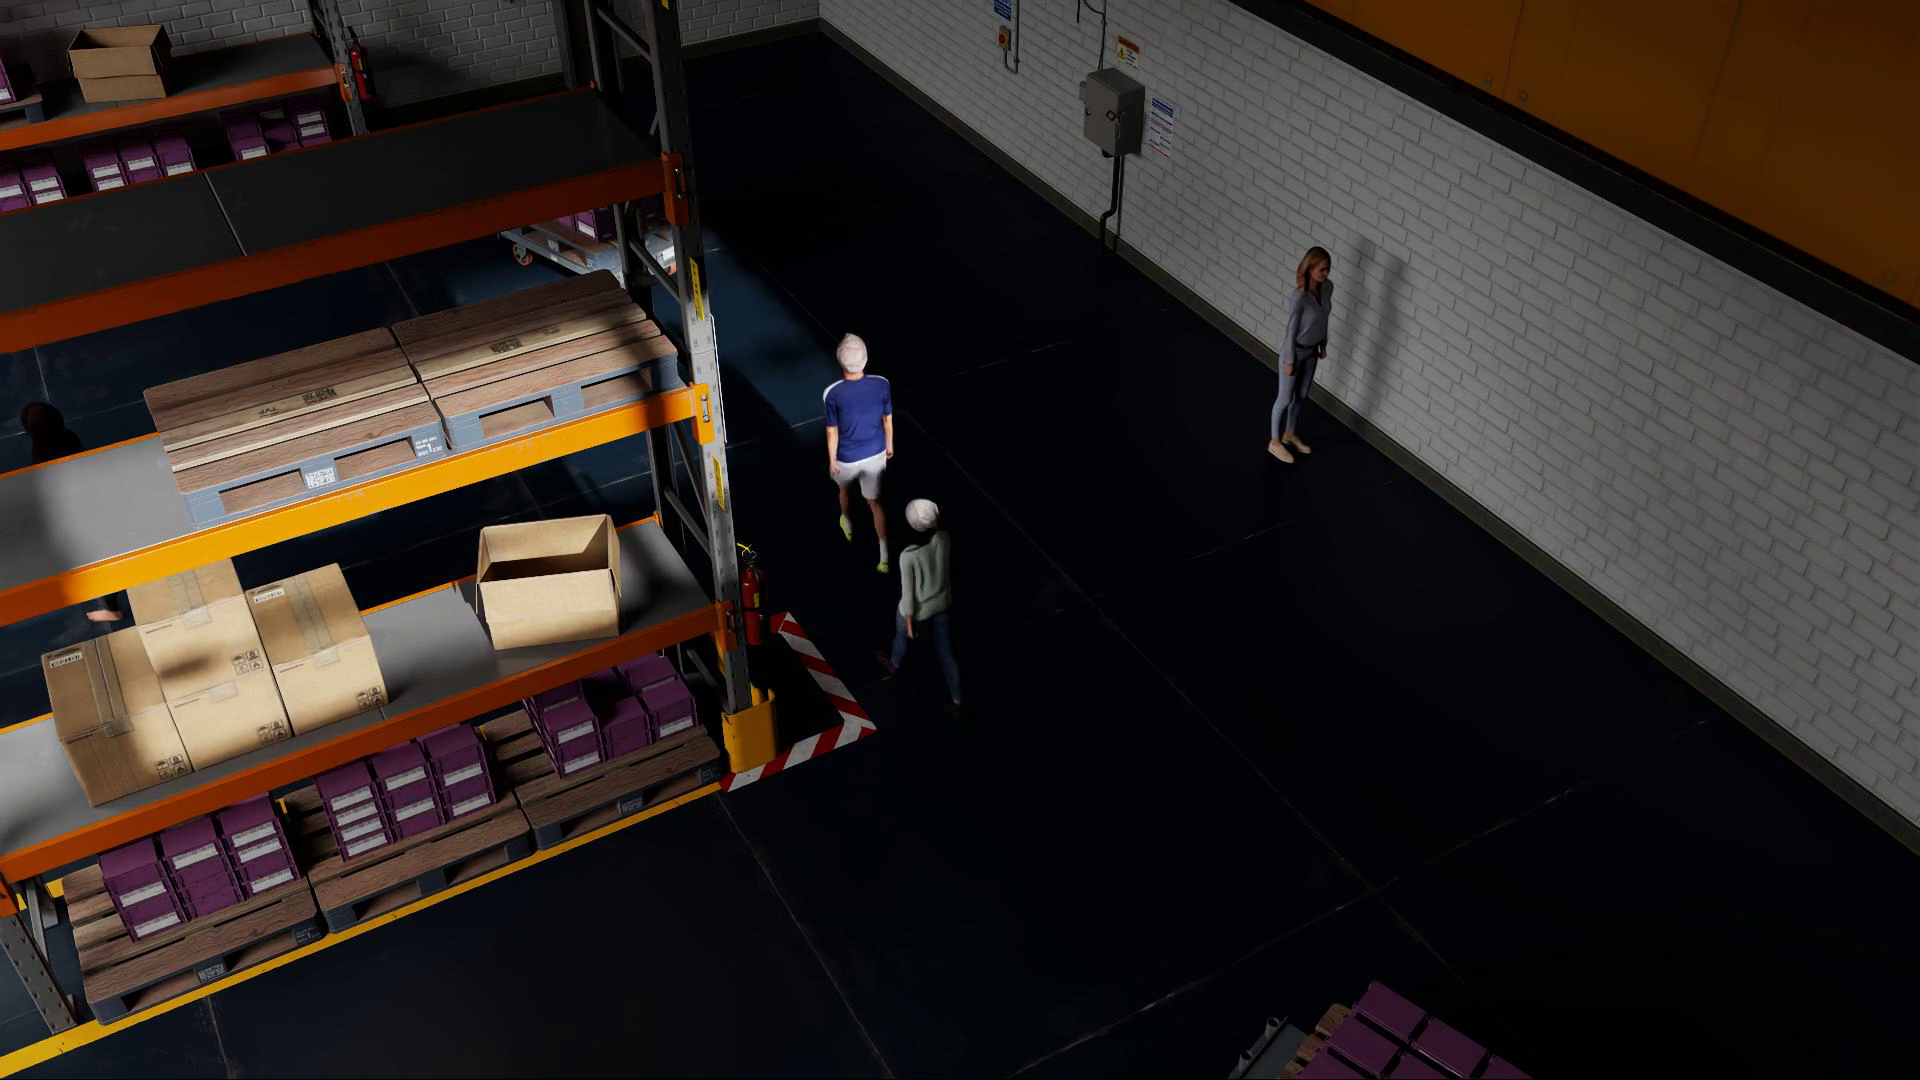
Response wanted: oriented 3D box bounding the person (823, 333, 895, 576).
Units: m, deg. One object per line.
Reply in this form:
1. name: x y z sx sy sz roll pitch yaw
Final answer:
1. person: -0.661 -0.556 11.430 1.142 1.808 0.874 -11 40 -13

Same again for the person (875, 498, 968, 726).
1. person: -0.153 0.454 10.331 1.068 1.602 0.716 -25 45 -28

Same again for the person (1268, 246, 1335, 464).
1. person: 2.563 -1.409 12.508 0.479 1.797 0.670 -26 45 -29

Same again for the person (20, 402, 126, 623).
1. person: -5.730 -0.180 10.996 0.901 1.761 0.801 -2 39 -3
